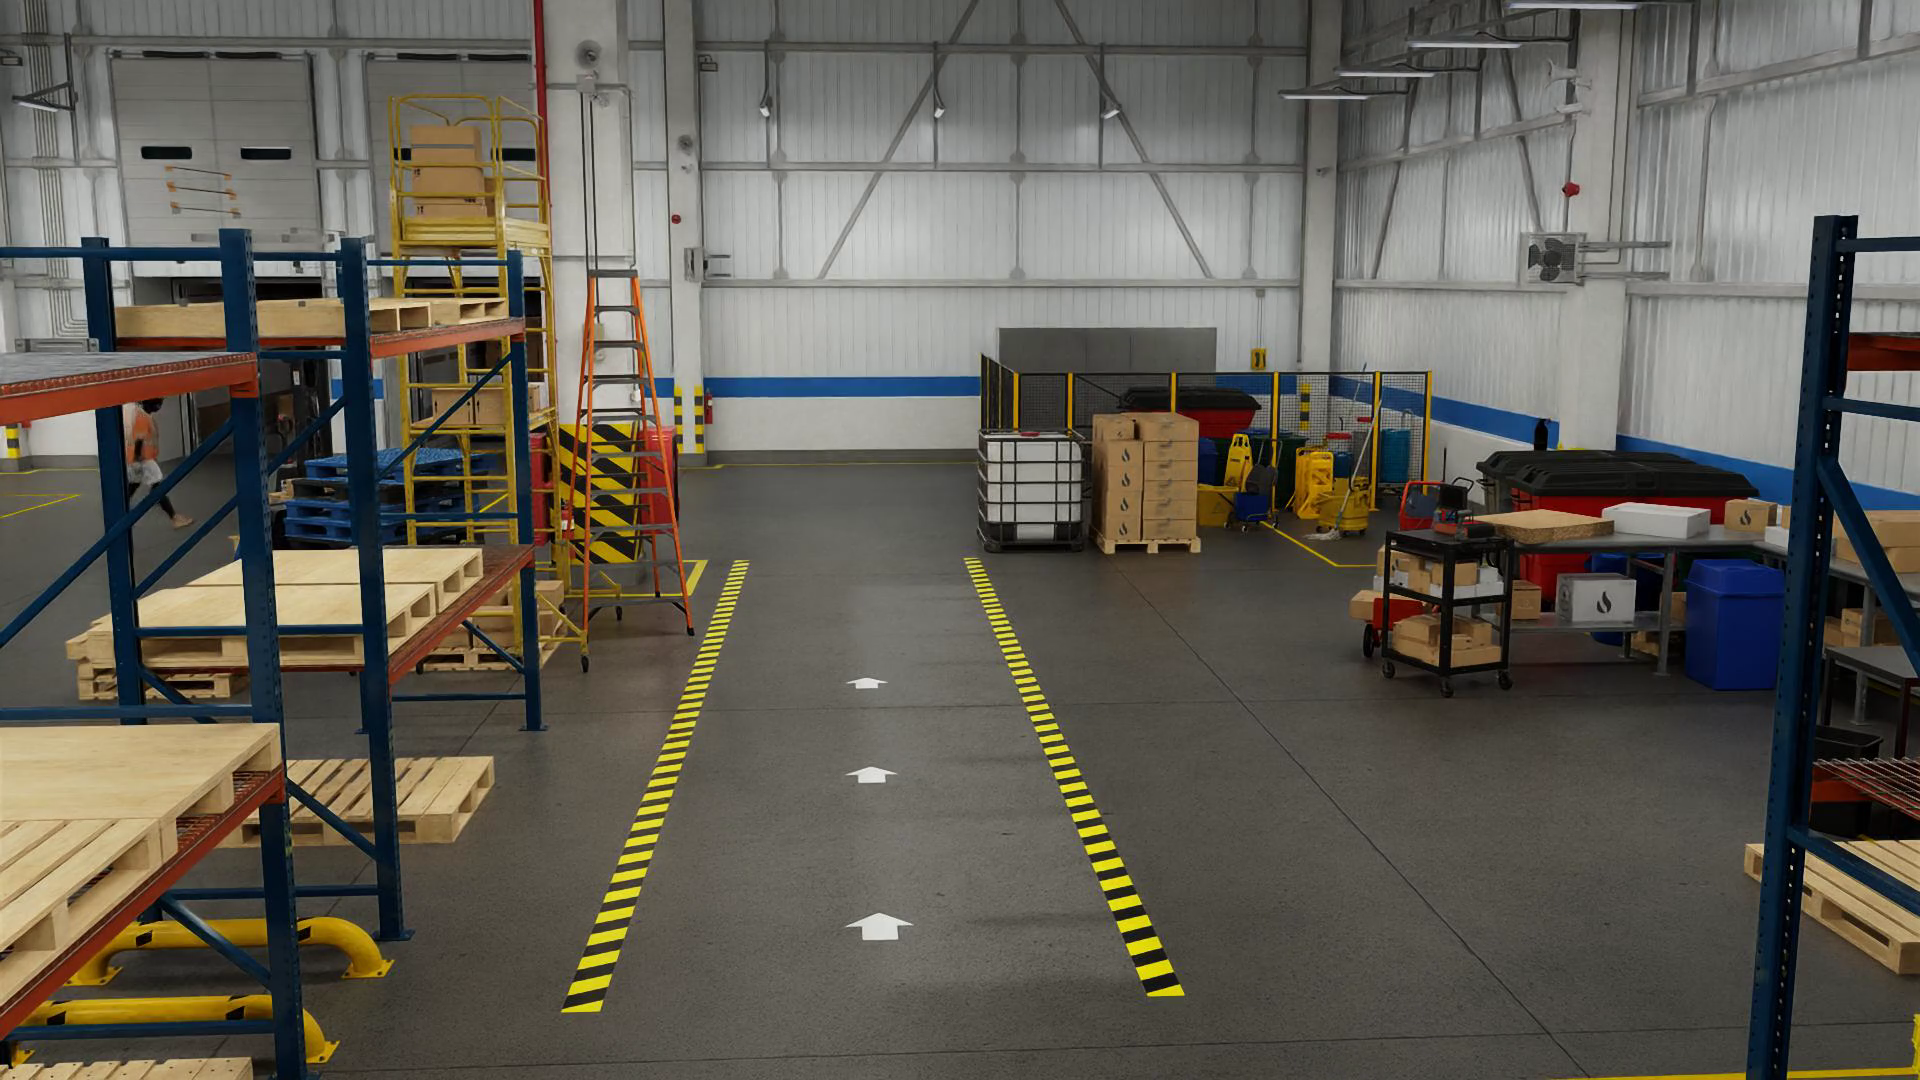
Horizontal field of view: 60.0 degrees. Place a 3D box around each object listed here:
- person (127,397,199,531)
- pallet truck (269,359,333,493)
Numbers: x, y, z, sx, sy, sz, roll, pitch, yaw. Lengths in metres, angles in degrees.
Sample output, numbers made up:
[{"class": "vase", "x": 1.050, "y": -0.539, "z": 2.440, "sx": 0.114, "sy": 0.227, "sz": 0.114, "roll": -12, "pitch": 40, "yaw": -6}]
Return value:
[{"class": "person", "x": -9.104, "y": -0.900, "z": 18.680, "sx": 0.827, "sy": 1.634, "sz": 0.603, "roll": -4, "pitch": 10, "yaw": -22}, {"class": "pallet truck", "x": -7.062, "y": -1.131, "z": 18.996, "sx": 1.885, "sy": 1.965, "sz": 0.823, "roll": 2, "pitch": 9, "yaw": 13}]
